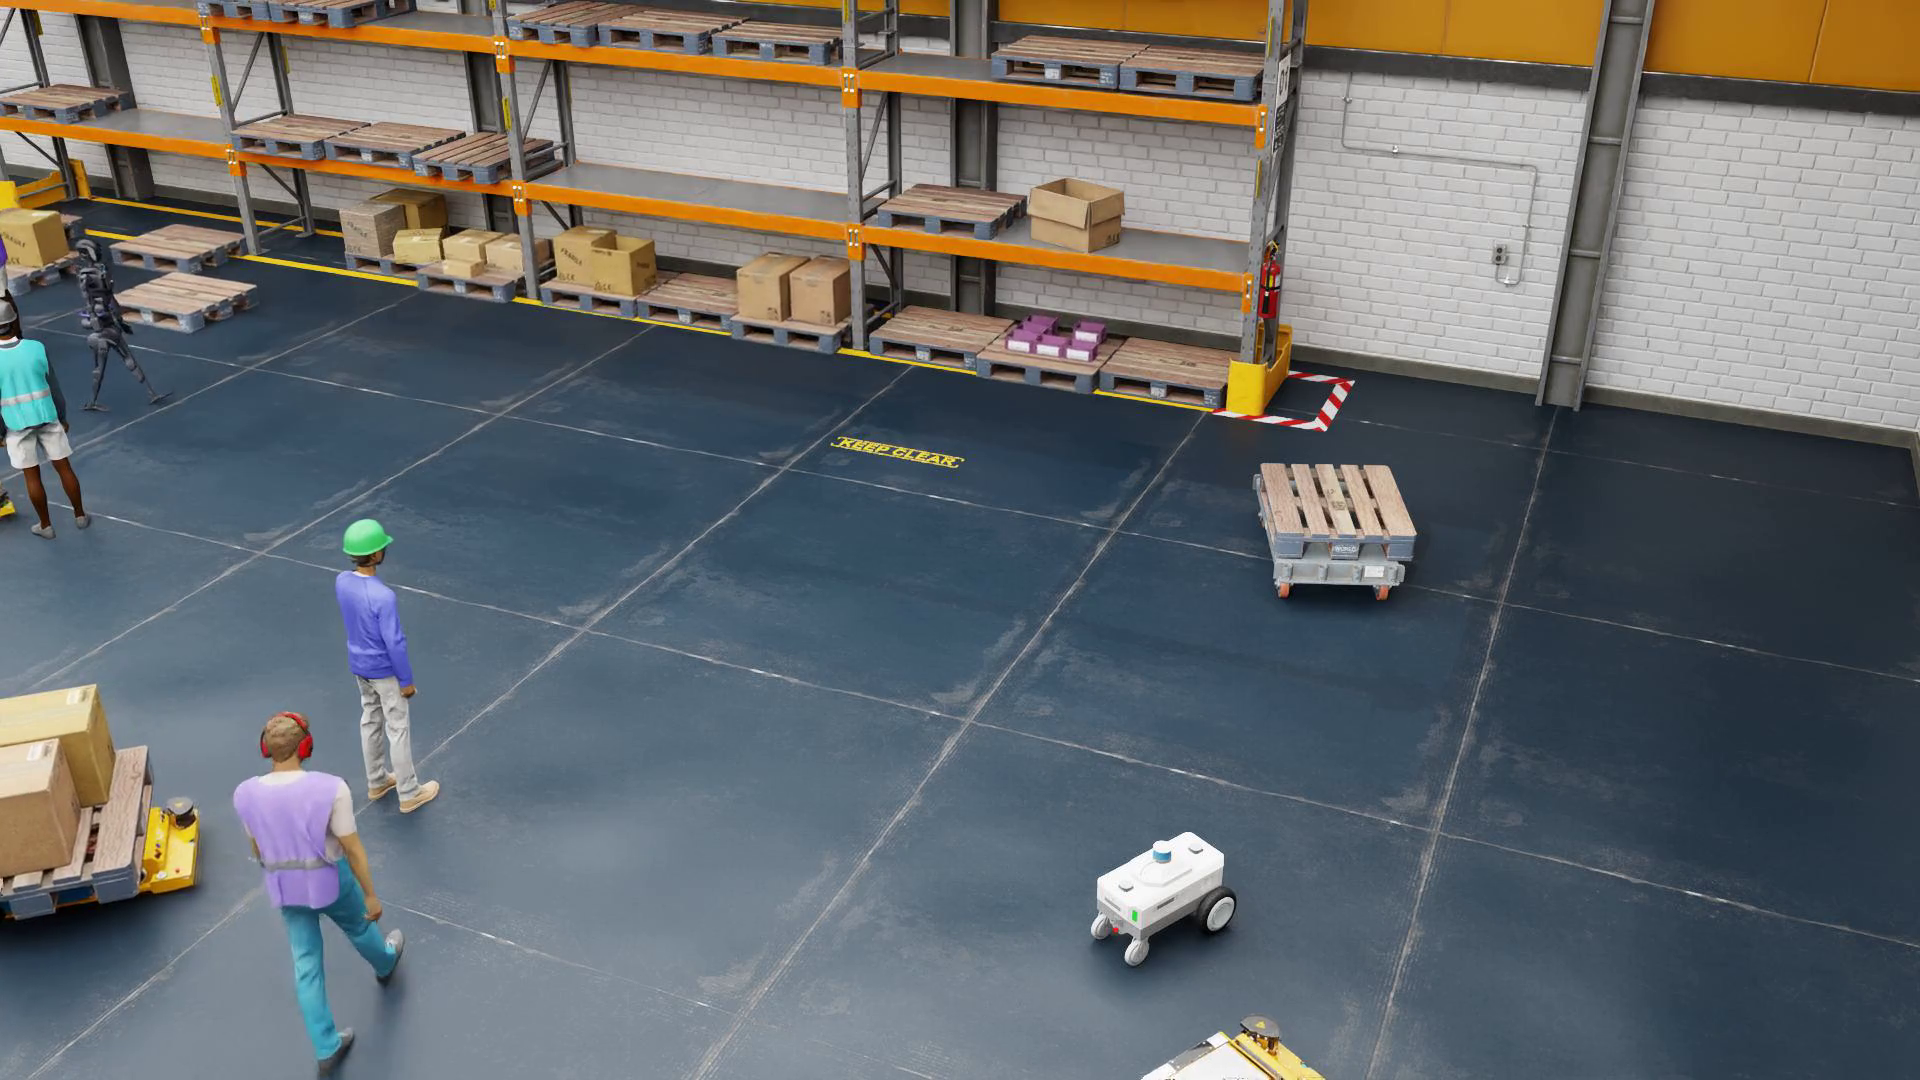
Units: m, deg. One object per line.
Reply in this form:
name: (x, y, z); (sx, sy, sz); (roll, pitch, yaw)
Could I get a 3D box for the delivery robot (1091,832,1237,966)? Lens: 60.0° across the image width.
delivery robot: (1.079, 1.883, 8.954); (0.774, 0.581, 0.499); (-20, 33, -33)

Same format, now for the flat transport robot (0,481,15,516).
flat transport robot: (-8.397, -0.442, 13.789); (0.659, 0.231, 1.431); (-22, 34, -35)

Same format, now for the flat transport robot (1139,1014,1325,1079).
flat transport robot: (1.095, 2.721, 7.655); (1.431, 0.231, 0.659); (-19, 33, -32)

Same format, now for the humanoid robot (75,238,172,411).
humanoid robot: (-7.806, -1.962, 15.245); (0.779, 1.623, 0.602); (-2, 27, -3)

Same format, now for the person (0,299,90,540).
person: (-7.210, -0.922, 12.899); (0.553, 1.938, 0.430); (-21, 34, -35)

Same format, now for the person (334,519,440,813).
person: (-3.393, 0.731, 9.783); (0.457, 1.865, 0.372); (16, 31, 28)

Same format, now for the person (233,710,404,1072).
person: (-3.092, 1.631, 8.116); (0.637, 1.781, 0.953); (0, 27, 0)

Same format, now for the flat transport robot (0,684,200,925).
flat transport robot: (-5.086, 1.838, 9.367); (1.431, 0.231, 0.659); (-9, 29, -17)

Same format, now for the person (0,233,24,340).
person: (-9.617, -2.754, 16.429); (0.370, 1.959, 0.600); (-10, 29, -18)
